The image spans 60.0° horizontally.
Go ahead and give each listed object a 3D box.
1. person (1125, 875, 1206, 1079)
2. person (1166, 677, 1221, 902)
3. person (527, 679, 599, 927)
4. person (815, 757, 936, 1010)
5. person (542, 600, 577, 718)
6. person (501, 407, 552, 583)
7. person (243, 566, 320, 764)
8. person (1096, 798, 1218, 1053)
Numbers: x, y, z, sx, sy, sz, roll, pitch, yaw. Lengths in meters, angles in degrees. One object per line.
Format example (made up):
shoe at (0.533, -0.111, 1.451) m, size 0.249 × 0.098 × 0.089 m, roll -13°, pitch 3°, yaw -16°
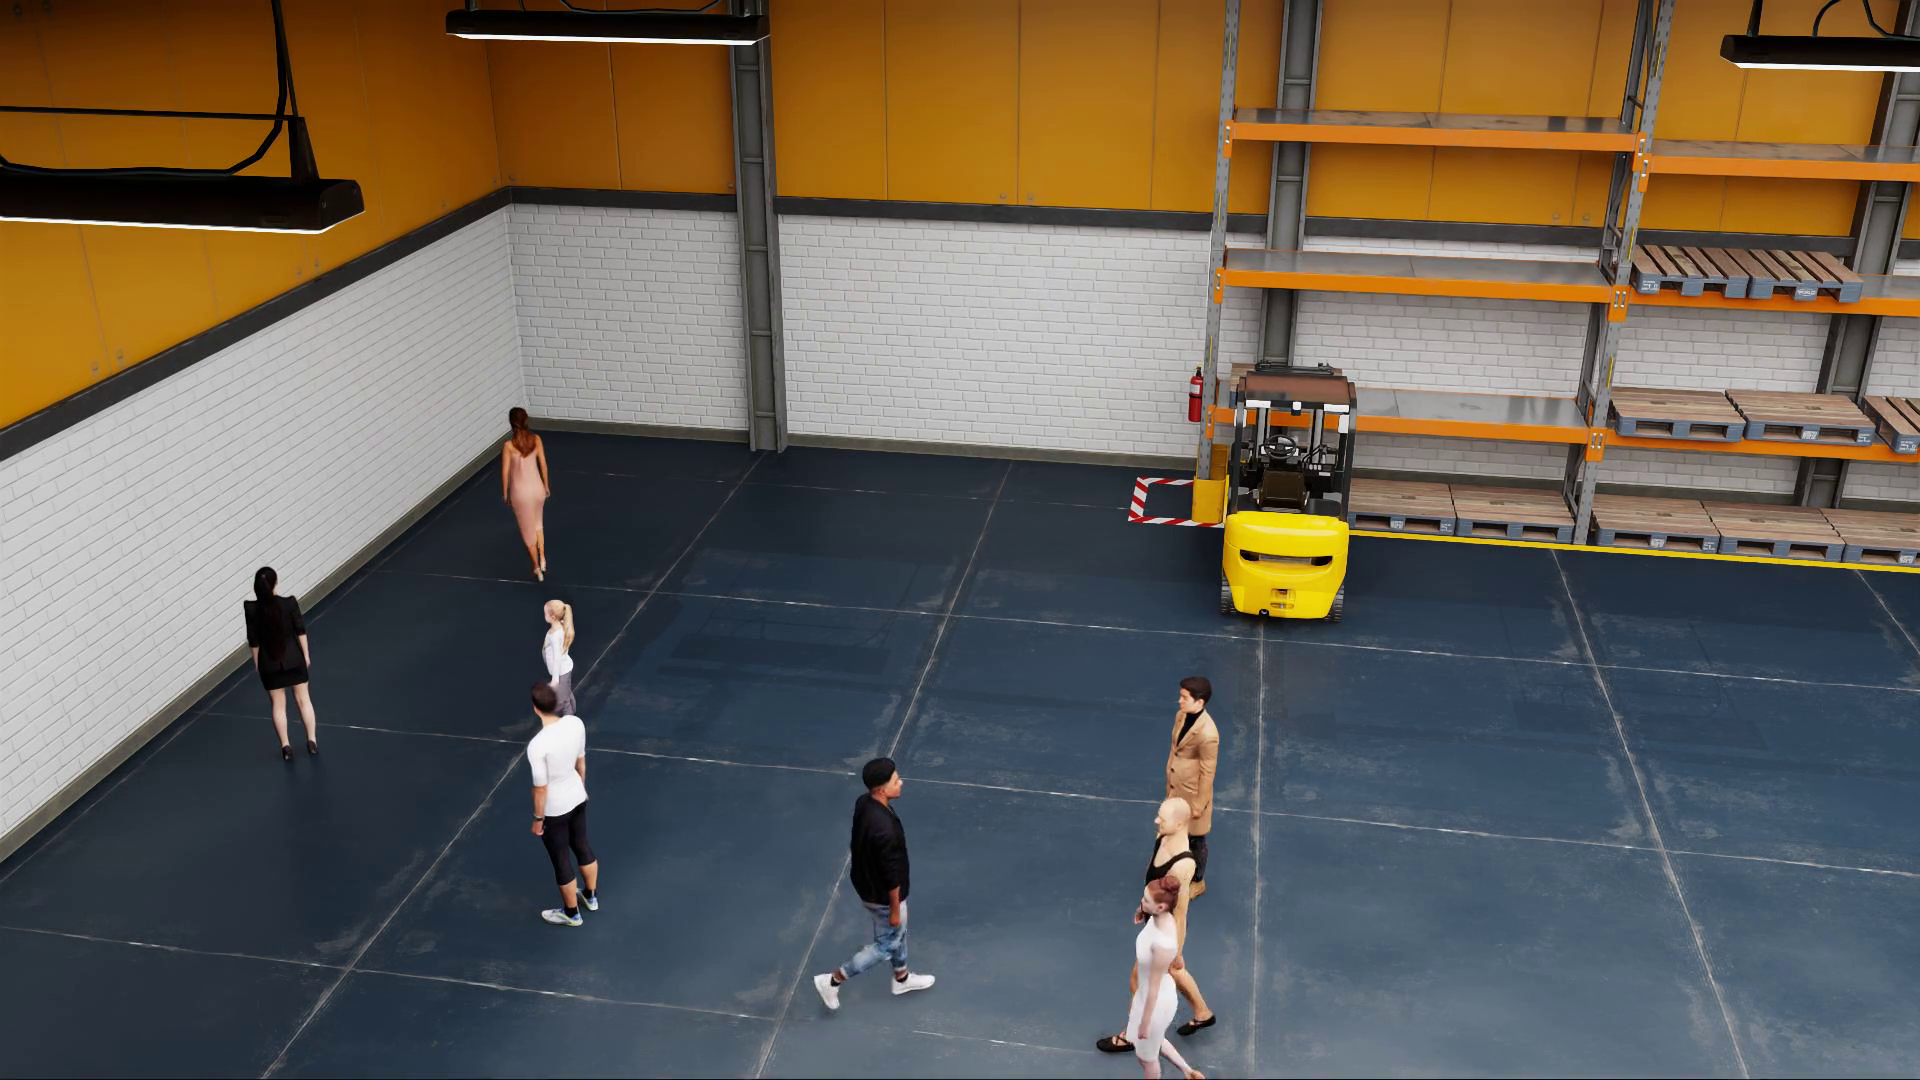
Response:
person at (1.212, 2.662, 9.465) m, size 0.789 × 1.784 × 0.622 m, roll 1°, pitch 24°, yaw 3°
person at (1.628, 1.722, 11.687) m, size 0.785 × 1.727 × 0.754 m, roll -9°, pitch 25°, yaw -19°
person at (-2.719, 1.791, 11.376) m, size 0.684 × 1.849 × 0.730 m, roll 13°, pitch 27°, yaw 26°
person at (-0.571, 2.197, 10.522) m, size 1.175 × 1.789 × 0.985 m, roll -7°, pitch 25°, yaw -15°
person at (-3.288, 1.072, 13.734) m, size 0.556 × 1.279 × 0.535 m, roll -2°, pitch 24°, yaw -4°
person at (-4.246, -0.423, 16.470) m, size 0.718 × 1.826 × 0.774 m, roll -16°, pitch 28°, yaw -33°
person at (-5.461, 0.992, 13.395) m, size 0.630 × 1.696 × 0.739 m, roll -9°, pitch 25°, yaw -19°
person at (1.317, 2.351, 10.170) m, size 1.084 × 1.790 × 0.833 m, roll -1°, pitch 24°, yaw -2°
